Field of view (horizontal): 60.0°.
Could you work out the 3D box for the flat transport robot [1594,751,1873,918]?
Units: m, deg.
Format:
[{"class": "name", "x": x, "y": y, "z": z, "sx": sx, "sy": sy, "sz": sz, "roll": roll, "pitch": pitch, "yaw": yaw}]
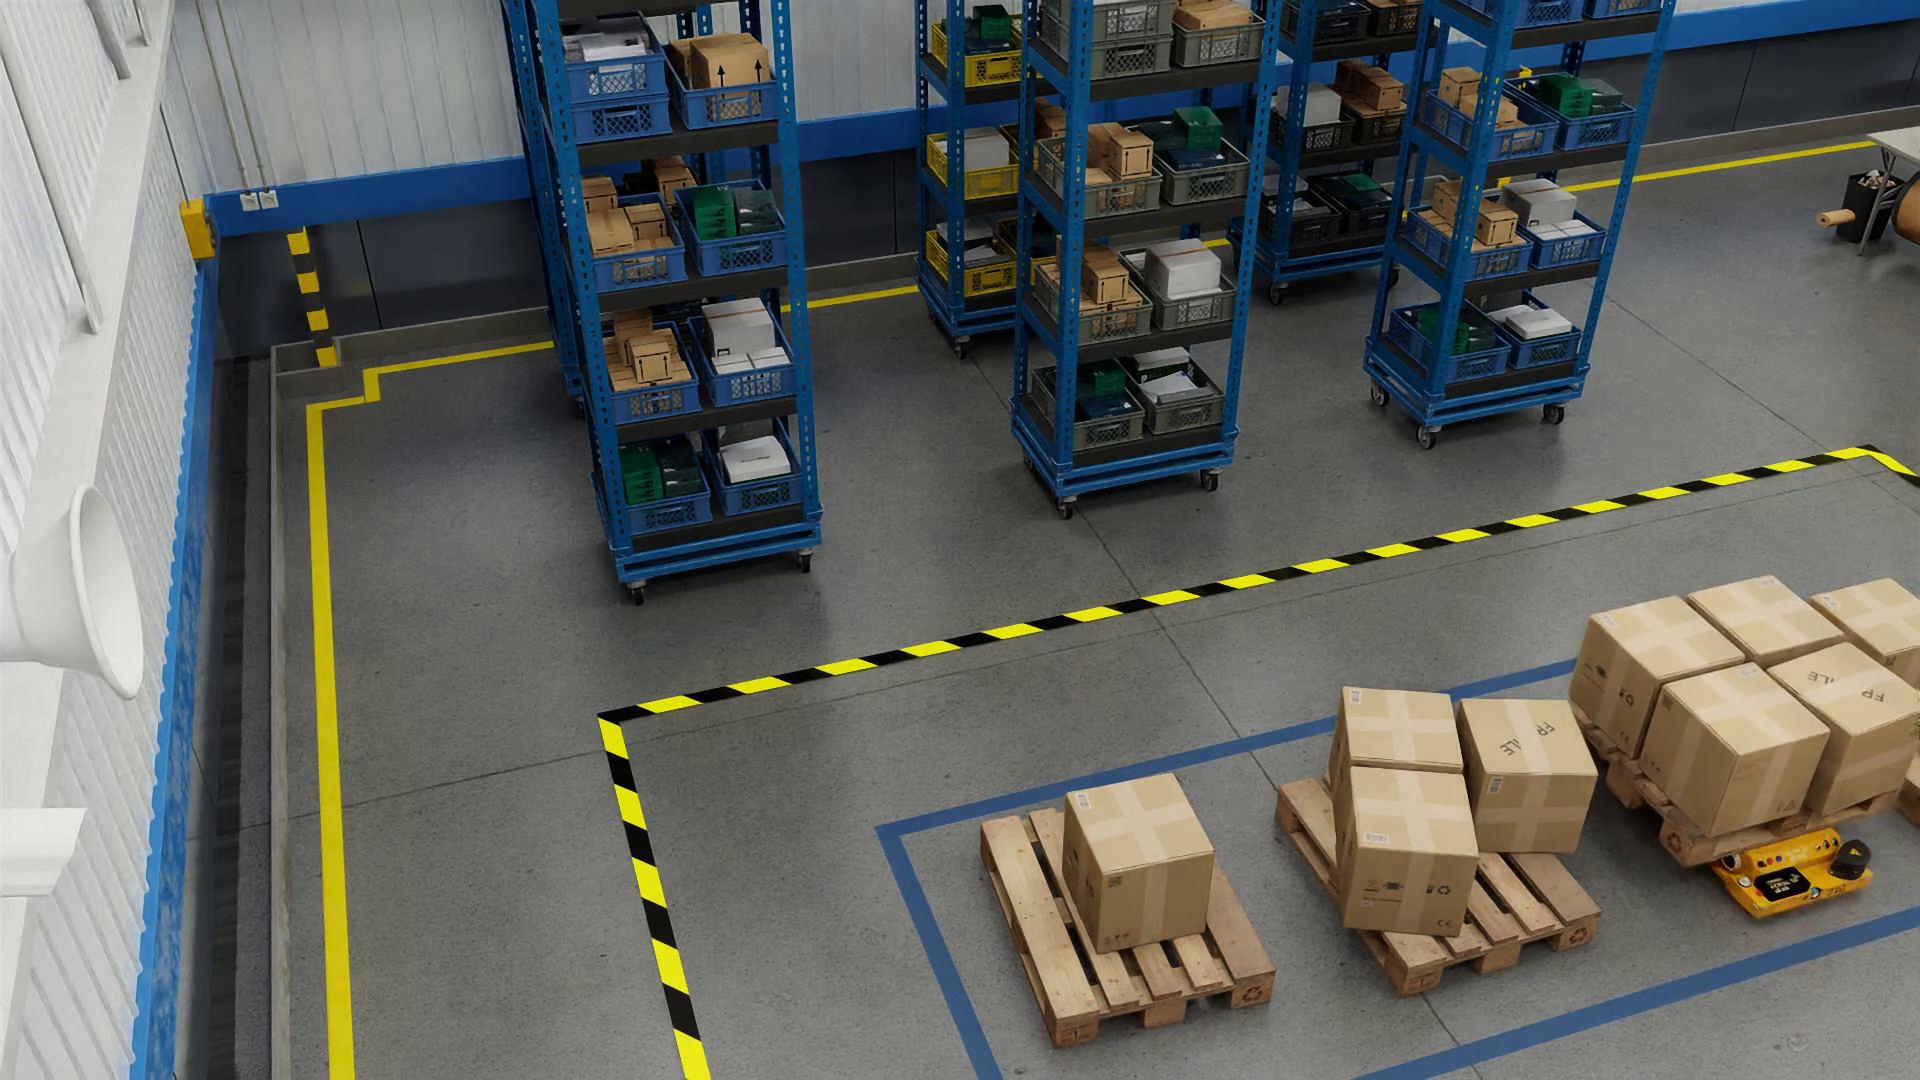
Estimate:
[{"class": "flat transport robot", "x": 3.764, "y": 1.232, "z": 8.285, "sx": 0.652, "sy": 0.197, "sz": 1.431, "roll": -11, "pitch": 37, "yaw": -15}]
